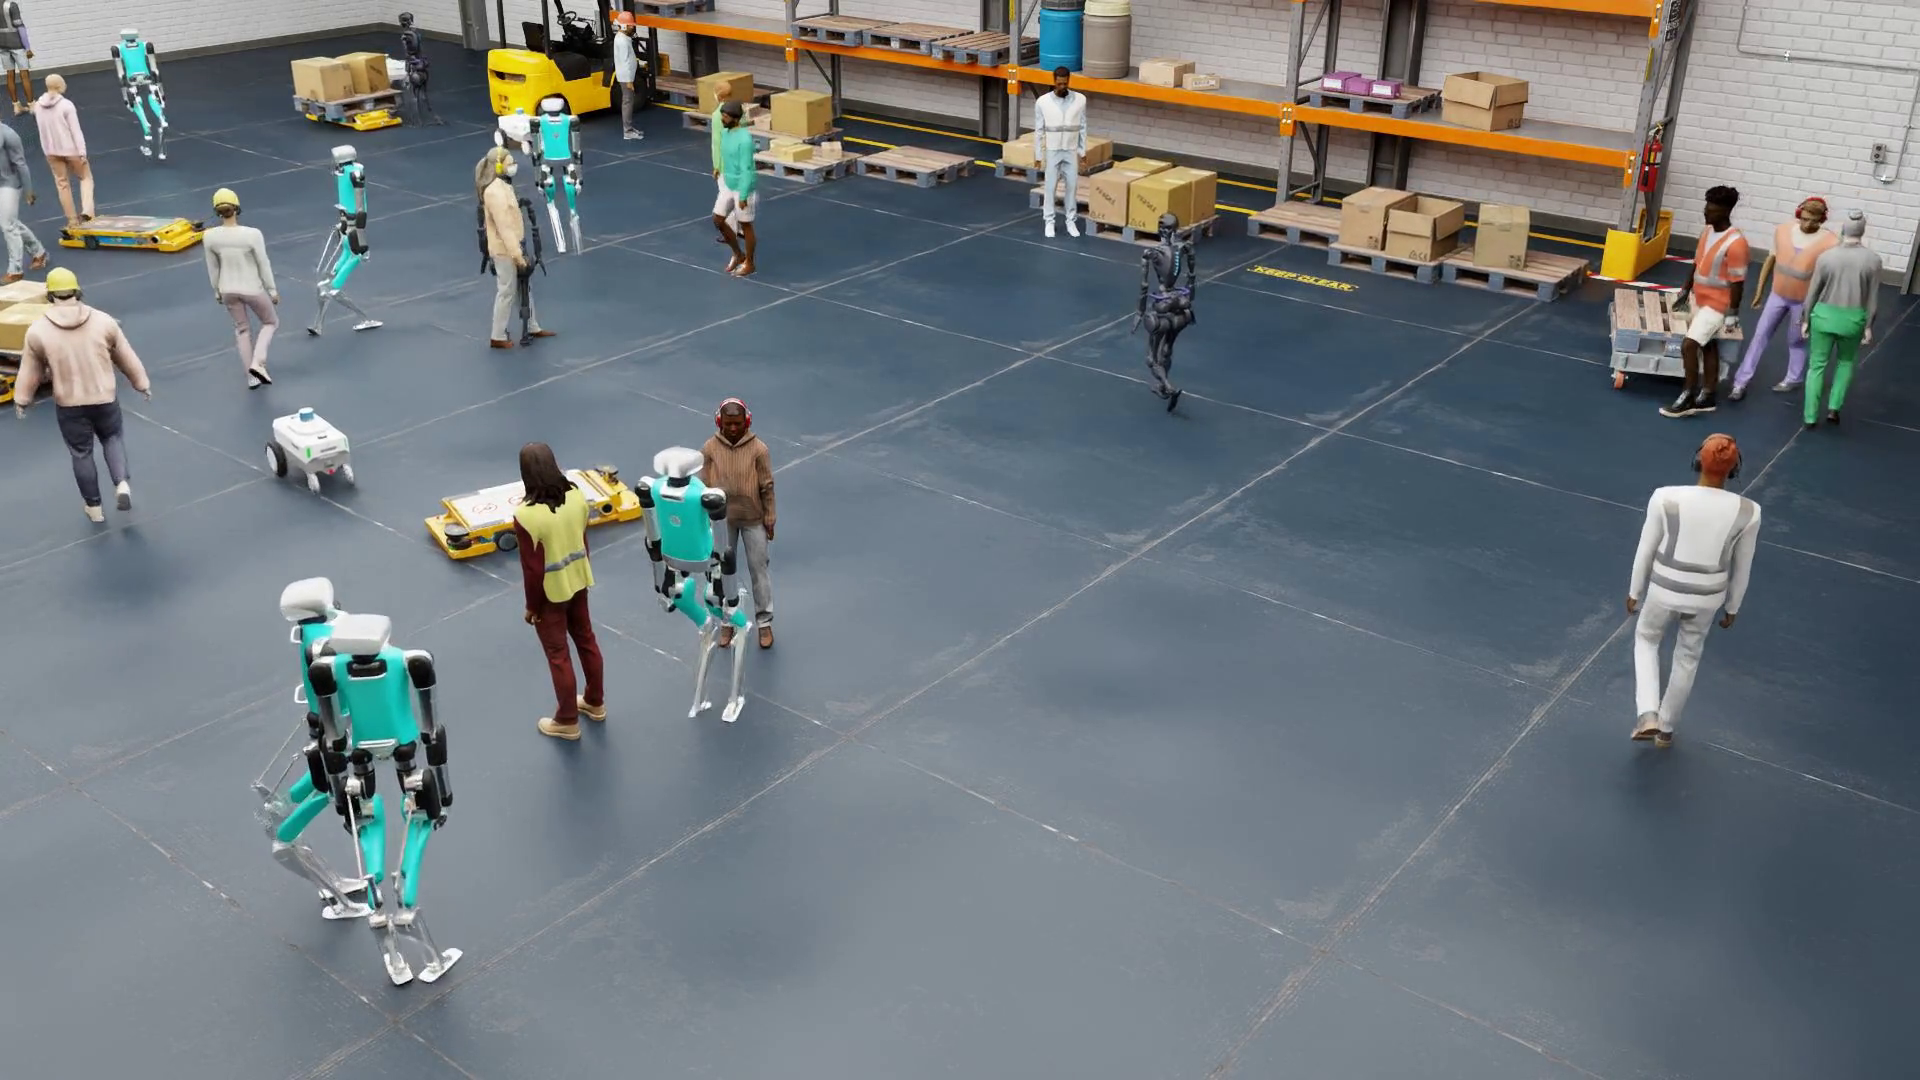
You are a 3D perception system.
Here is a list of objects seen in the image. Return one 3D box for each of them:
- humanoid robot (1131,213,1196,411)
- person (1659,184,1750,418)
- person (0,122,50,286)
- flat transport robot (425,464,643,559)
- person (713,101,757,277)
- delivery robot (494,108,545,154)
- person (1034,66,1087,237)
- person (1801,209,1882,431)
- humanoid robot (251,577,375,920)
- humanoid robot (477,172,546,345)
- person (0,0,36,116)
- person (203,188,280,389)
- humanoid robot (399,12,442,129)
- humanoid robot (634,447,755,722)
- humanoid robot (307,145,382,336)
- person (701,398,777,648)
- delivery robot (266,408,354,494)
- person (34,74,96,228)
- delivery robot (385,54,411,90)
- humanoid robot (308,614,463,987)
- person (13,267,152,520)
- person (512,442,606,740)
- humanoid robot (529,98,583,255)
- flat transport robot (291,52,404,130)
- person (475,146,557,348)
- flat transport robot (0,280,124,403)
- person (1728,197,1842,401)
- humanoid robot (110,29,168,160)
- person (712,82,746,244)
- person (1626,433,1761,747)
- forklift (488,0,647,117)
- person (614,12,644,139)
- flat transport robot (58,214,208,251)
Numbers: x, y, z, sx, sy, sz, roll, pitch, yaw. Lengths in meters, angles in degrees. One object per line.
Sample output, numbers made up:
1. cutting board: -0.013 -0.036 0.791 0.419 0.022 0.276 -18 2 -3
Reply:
1. humanoid robot: 1.780 -1.924 13.949 0.610 1.632 0.589 -13 29 -25
2. person: 6.125 -1.959 13.720 0.687 1.940 0.611 1 26 3
3. person: -9.923 -3.664 17.286 0.627 1.901 0.840 7 27 14
4. flat transport robot: -3.060 -0.212 12.010 1.431 0.231 0.659 -15 30 -28
5. person: -2.330 -3.633 17.289 0.510 1.832 0.533 -21 33 -36
6. delivery robot: -6.056 -5.662 22.960 0.499 0.589 0.784 -23 34 -39
7. person: 1.133 -4.384 18.769 0.600 1.907 0.398 -5 26 -9
8. person: 7.108 -1.780 13.473 0.538 1.819 0.452 11 28 22
9. humanoid robot: -3.080 1.010 7.732 0.653 1.752 0.530 -7 27 -15
10. humanoid robot: -4.156 -2.644 15.417 0.609 1.649 0.375 -2 26 -4
11. person: -14.140 -7.379 24.824 0.605 2.037 0.378 5 26 10
12. person: -6.154 -2.140 14.299 0.566 1.736 0.419 1 26 2
13. humanoid robot: -7.844 -6.788 24.035 0.366 1.649 0.590 1 26 2
14. humanoid robot: -1.410 0.244 9.406 0.533 1.810 0.750 9 27 18
15. humanoid robot: -5.905 -2.724 15.631 0.820 1.873 0.542 -17 31 -32
16. person: -1.352 -0.113 10.221 0.463 1.648 0.327 1 26 1
17. delivery robot: -4.967 -0.717 12.737 0.499 0.604 0.801 -21 33 -36
18. person: -10.203 -4.410 18.985 0.506 1.768 0.473 -4 26 -7
19. delivery robot: -9.229 -7.507 26.790 0.768 0.596 0.525 -20 32 -35
20. humanoid robot: -2.529 1.226 7.314 0.541 1.750 0.735 -3 26 -6
21. person: -6.245 -1.015 11.865 0.880 1.840 0.521 -16 30 -30
22. person: -2.225 0.290 9.242 0.379 1.772 0.466 16 30 29
23. humanoid robot: -4.339 -3.871 18.014 0.541 1.883 0.757 -7 27 -14
24. flat transport robot: -8.979 -6.279 24.575 1.431 0.231 0.659 18 31 33
25. person: -4.138 -2.693 15.343 0.560 1.867 0.556 -2 26 -5
26. flat transport robot: -8.233 -1.560 14.801 0.659 0.231 1.431 9 27 18
27. person: 7.029 -2.038 14.045 0.838 1.786 0.588 -21 33 -36
28. humanoid robot: -10.728 -5.812 21.906 0.540 1.732 0.981 -17 30 -30
29. person: -2.555 -4.198 18.541 0.390 1.778 0.534 13 29 25
30. person: 3.962 0.316 9.073 0.590 1.869 0.477 8 27 16
31. forklift: -5.874 -7.334 24.552 1.214 2.155 2.313 19 32 34
32. person: -4.669 -6.540 23.428 0.351 1.736 0.572 -6 26 -12
33. flat transport robot: -9.299 -3.450 18.715 1.431 0.231 0.659 4 26 8
